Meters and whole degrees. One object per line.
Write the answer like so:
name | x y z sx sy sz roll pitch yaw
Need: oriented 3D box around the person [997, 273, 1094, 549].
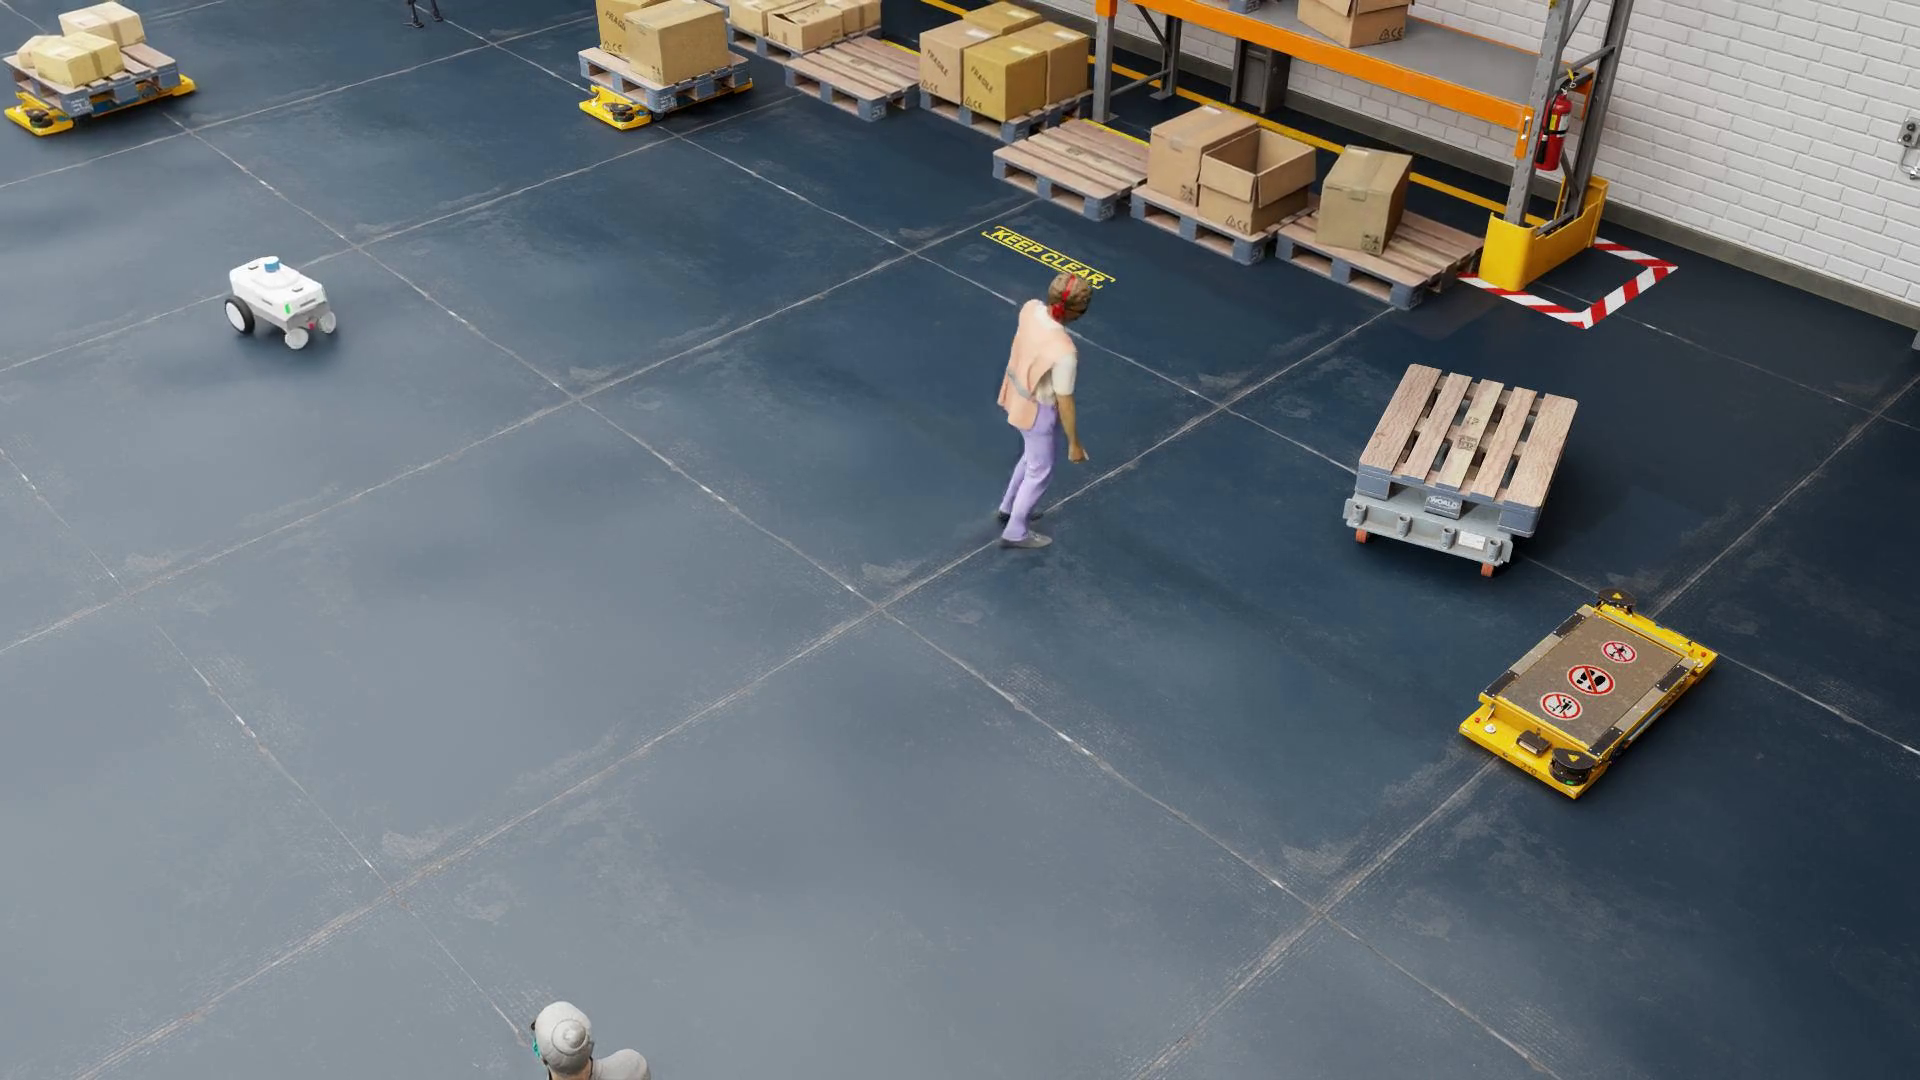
person | 0.452 -0.680 9.159 0.450 1.802 0.617 -11 39 -15

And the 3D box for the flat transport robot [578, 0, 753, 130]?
flat transport robot | -2.615 -4.021 14.856 1.431 0.231 0.659 -30 46 -33

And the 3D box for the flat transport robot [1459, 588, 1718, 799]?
flat transport robot | 3.247 0.756 8.532 1.431 0.231 0.659 -30 46 -33

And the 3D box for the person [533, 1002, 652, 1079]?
person | -1.183 2.105 5.446 0.511 1.839 0.340 -30 46 -34

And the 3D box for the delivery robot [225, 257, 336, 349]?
delivery robot | -4.713 -1.686 11.528 0.766 0.595 0.522 25 44 30

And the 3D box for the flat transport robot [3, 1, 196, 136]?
flat transport robot | -7.637 -3.957 14.772 0.659 0.231 1.431 28 45 32

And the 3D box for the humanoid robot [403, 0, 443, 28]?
humanoid robot | -5.370 -5.817 16.052 0.599 1.659 0.315 -30 46 -33
